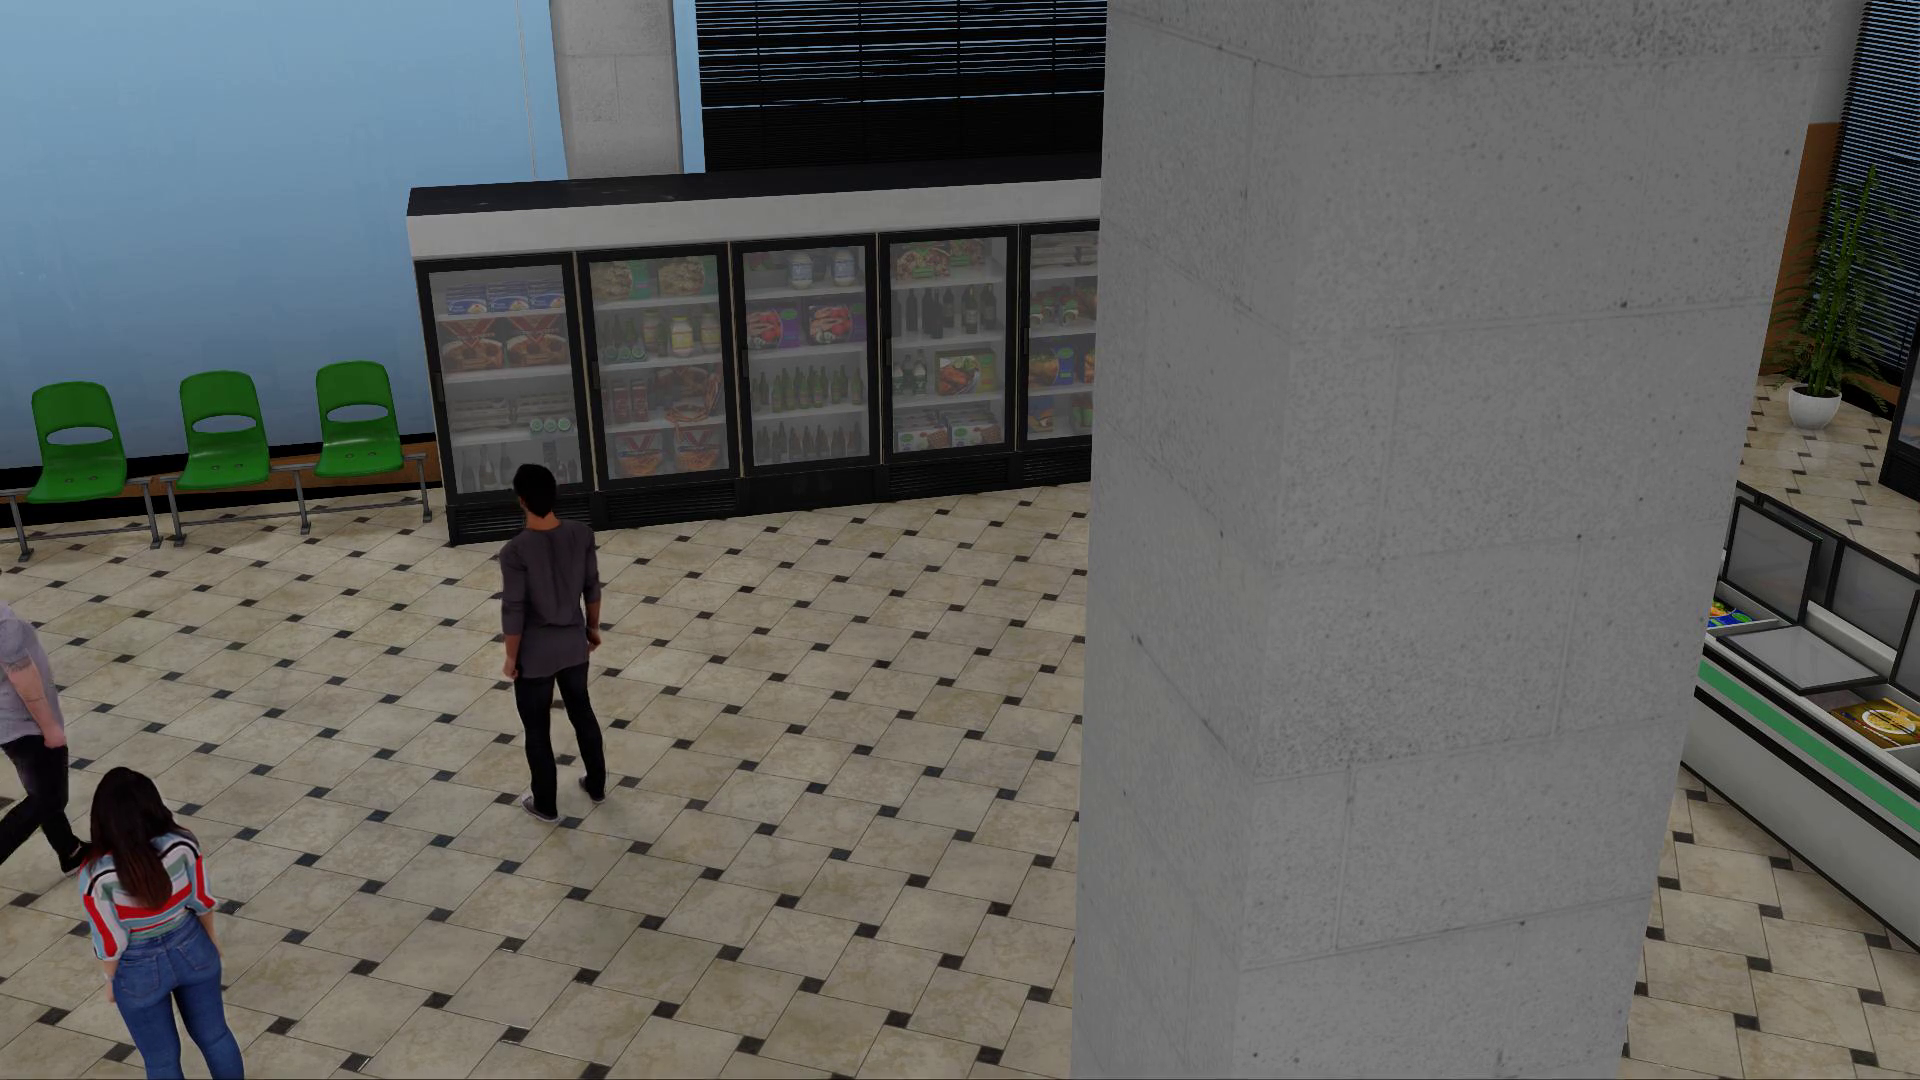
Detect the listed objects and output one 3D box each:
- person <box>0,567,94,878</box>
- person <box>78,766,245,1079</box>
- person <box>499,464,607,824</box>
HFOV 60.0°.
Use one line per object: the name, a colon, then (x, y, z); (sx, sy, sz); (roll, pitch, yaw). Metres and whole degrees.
person: (-4.275, 0.846, 7.405); (1.110, 1.815, 1.129); (15, 28, 30)
person: (-2.905, 1.543, 6.067); (0.669, 1.612, 0.664); (-21, 31, -39)
person: (-1.996, 0.507, 8.136); (0.767, 1.851, 0.754); (-19, 30, -37)
